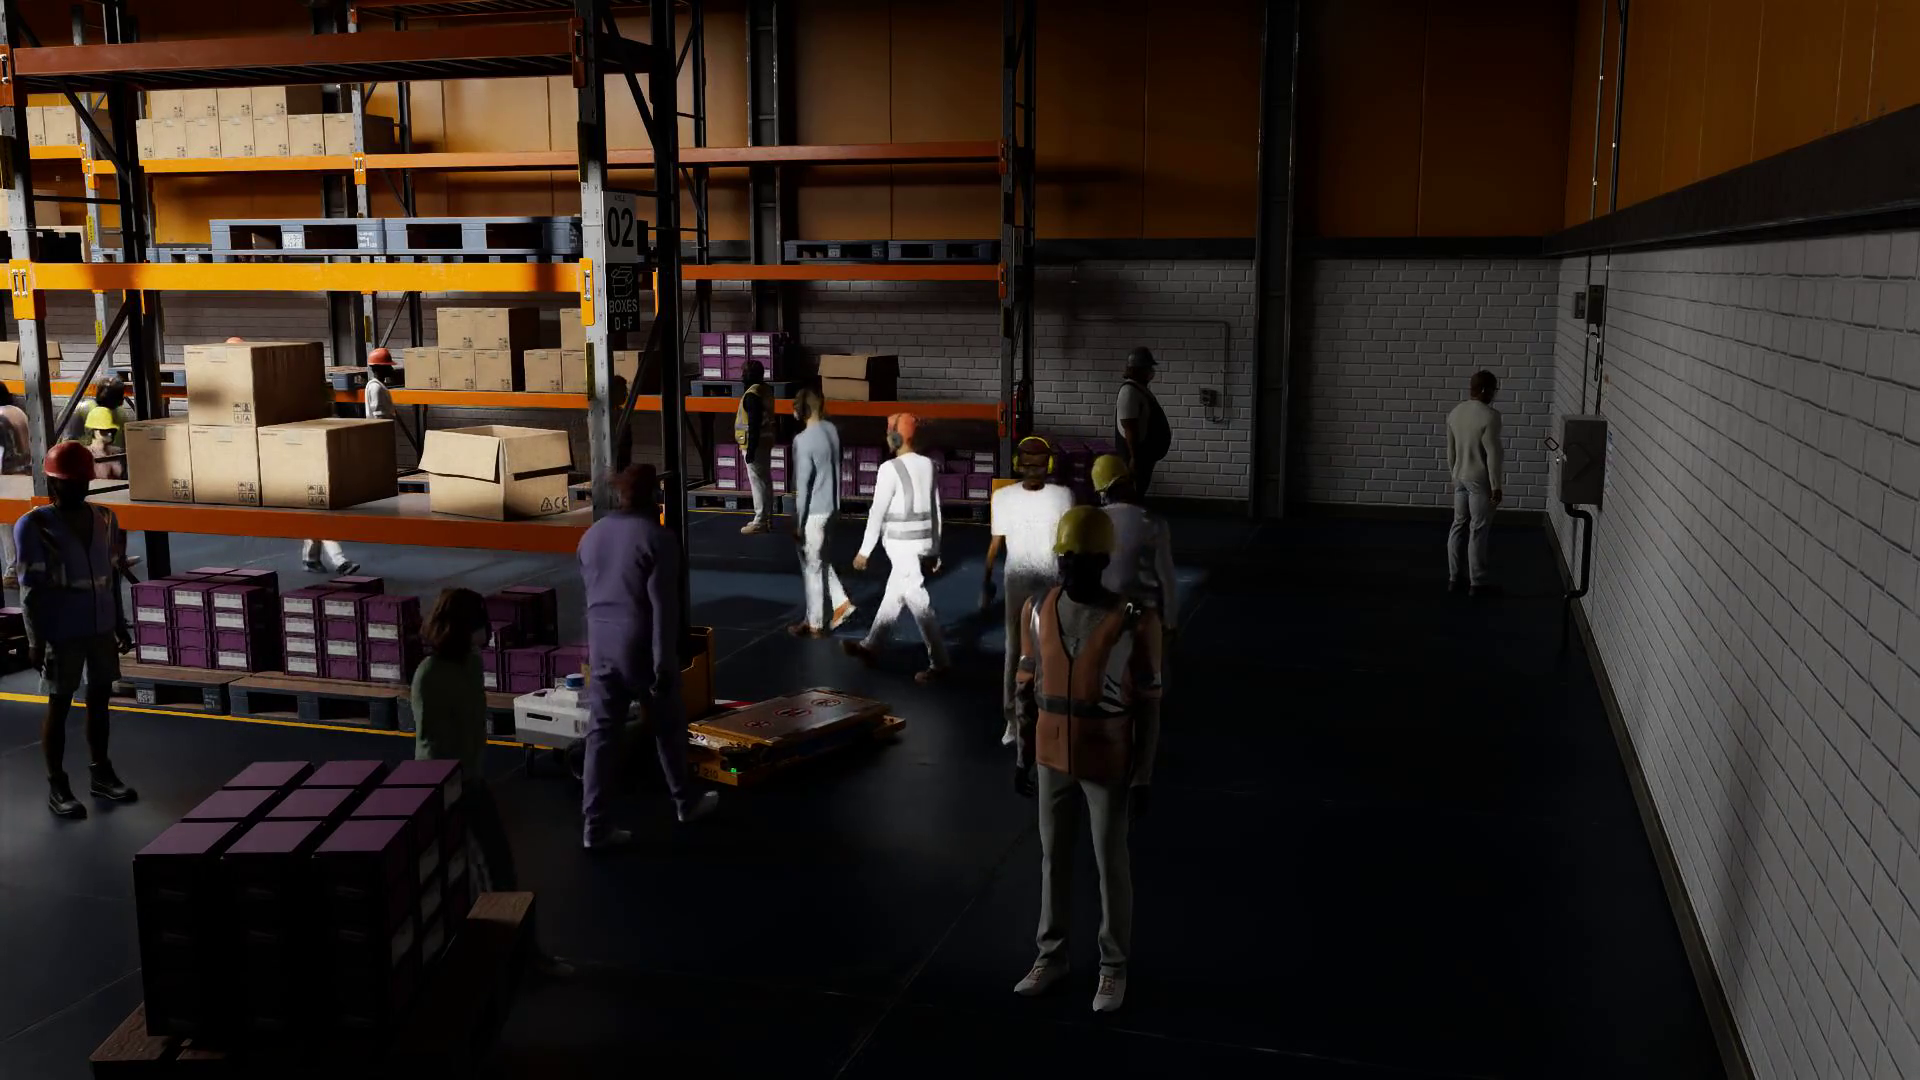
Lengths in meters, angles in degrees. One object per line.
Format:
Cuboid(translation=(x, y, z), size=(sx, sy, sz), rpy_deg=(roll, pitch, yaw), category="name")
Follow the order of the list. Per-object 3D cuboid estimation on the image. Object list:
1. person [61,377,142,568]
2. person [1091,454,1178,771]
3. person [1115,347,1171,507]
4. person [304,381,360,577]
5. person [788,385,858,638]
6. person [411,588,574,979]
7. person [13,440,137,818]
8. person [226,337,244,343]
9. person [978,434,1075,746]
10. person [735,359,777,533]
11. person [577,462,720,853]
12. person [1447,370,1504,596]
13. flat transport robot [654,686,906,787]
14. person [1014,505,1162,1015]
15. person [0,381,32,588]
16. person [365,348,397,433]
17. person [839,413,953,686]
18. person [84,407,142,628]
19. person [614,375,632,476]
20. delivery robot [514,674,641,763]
Cuboid(translation=(-7.944, -0.607, 15.469), size=(0.779, 1.788, 0.692), rpy_deg=(3, 10, 16), category="person")
Cuboid(translation=(0.941, 0.417, 9.205), size=(0.613, 1.784, 0.530), rpy_deg=(7, 12, 38), category="person")
Cuboid(translation=(1.792, -0.869, 16.273), size=(0.537, 2.000, 0.682), rpy_deg=(2, 10, 12), category="person")
Cuboid(translation=(-5.703, -0.543, 15.037), size=(0.948, 1.784, 0.612), rpy_deg=(6, 11, 32), category="person")
Cuboid(translation=(-1.101, -0.202, 12.545), size=(0.442, 1.929, 0.649), rpy_deg=(4, 10, 22), category="person")
Cuboid(translation=(-2.017, 0.962, 6.507), size=(0.882, 1.587, 0.513), rpy_deg=(2, 10, 13), category="person")
Cuboid(translation=(-4.529, 0.447, 8.573), size=(0.376, 1.933, 0.551), rpy_deg=(5, 11, 28), category="person")
Cuboid(translation=(-8.377, -1.361, 19.400), size=(0.371, 1.997, 0.622), rpy_deg=(1, 9, 9), category="person")
Cuboid(translation=(0.414, 0.284, 9.841), size=(0.606, 1.848, 0.521), rpy_deg=(1, 9, 8), category="person")
Cuboid(translation=(-2.166, -0.990, 17.619), size=(0.429, 1.843, 0.627), rpy_deg=(1, 9, 7), category="person")
Cuboid(translation=(-1.570, 0.552, 8.178), size=(0.657, 1.851, 0.904), rpy_deg=(5, 11, 28), category="person")
Cuboid(translation=(4.430, -0.489, 14.280), size=(0.371, 1.936, 0.627), rpy_deg=(-4, 10, -22), category="person")
Cuboid(translation=(-1.012, 1.107, 9.607), size=(0.652, 0.197, 1.431), rpy_deg=(7, 12, 36), category="flat transport robot")
Cuboid(translation=(0.469, 0.821, 6.311), size=(0.588, 1.930, 0.364), rpy_deg=(5, 10, 27), category="person")
Cuboid(translation=(-8.390, -0.493, 14.610), size=(0.430, 1.838, 0.624), rpy_deg=(-1, 9, -6), category="person")
Cuboid(translation=(-6.255, -1.109, 18.049), size=(0.357, 1.938, 0.543), rpy_deg=(-4, 10, -22), category="person")
Cuboid(translation=(-0.430, 0.050, 11.314), size=(1.013, 1.822, 0.581), rpy_deg=(5, 11, 30), category="person")
Cuboid(translation=(-6.627, -0.161, 12.862), size=(0.438, 1.748, 0.523), rpy_deg=(2, 10, 13), category="person")
Cuboid(translation=(-3.233, -0.621, 15.413), size=(0.621, 1.827, 0.521), rpy_deg=(3, 10, 17), category="person")
Cuboid(translation=(-2.122, 0.984, 9.211), size=(0.707, 0.478, 0.477), rpy_deg=(5, 11, 28), category="delivery robot")
